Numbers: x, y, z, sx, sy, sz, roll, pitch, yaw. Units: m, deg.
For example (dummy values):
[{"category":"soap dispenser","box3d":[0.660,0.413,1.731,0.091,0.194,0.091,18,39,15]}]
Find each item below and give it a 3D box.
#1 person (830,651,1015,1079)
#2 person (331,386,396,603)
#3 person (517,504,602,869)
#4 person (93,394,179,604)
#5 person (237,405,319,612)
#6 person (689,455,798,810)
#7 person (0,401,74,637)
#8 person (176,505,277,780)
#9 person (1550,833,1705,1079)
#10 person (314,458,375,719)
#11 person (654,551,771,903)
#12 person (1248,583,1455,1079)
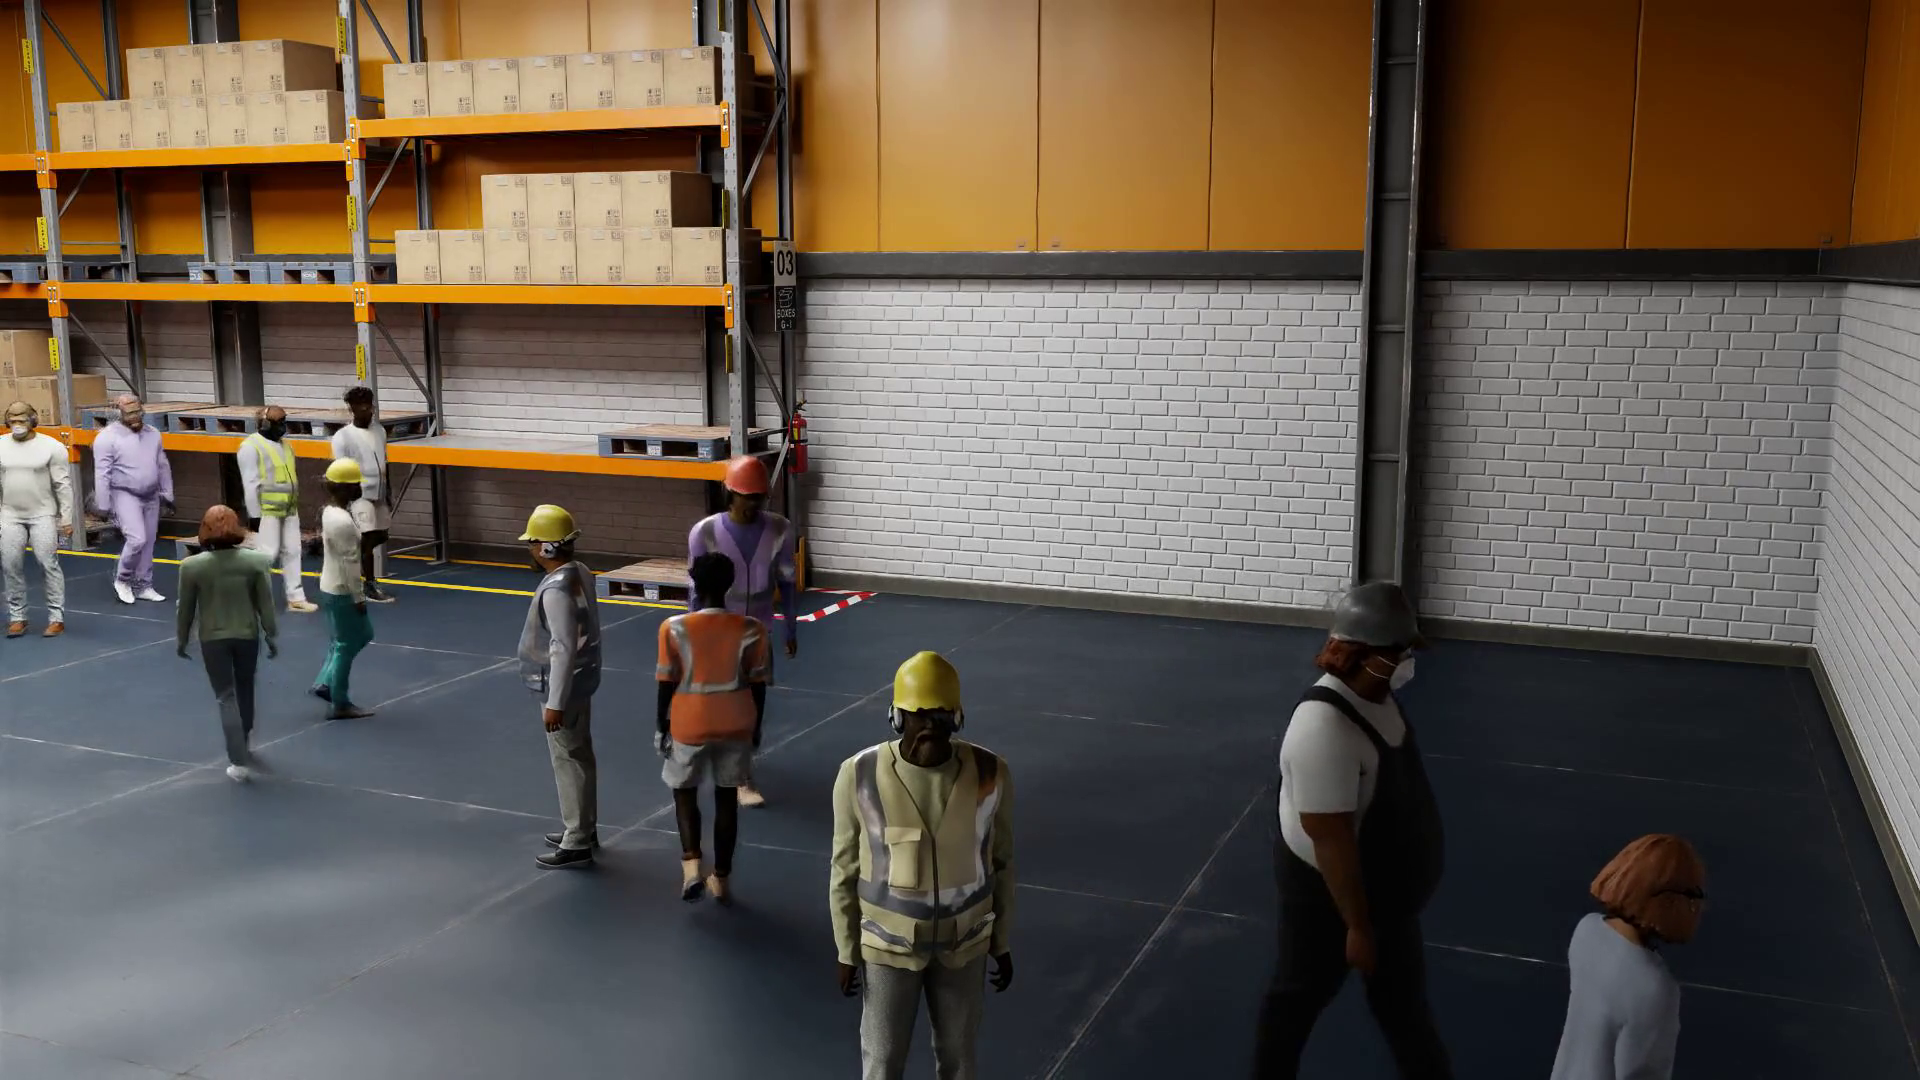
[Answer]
[{"category":"person","box3d":[-0.109,1.246,5.208,0.590,1.837,0.403,-2,10,-11]},{"category":"person","box3d":[-5.409,-0.418,14.953,0.698,1.950,0.603,4,10,23]},{"category":"person","box3d":[-2.005,0.729,8.353,0.404,1.830,0.601,-1,9,-3]},{"category":"person","box3d":[-7.310,-0.359,14.771,0.416,1.885,0.662,3,10,20]},{"category":"person","box3d":[-5.973,-0.261,14.395,0.694,1.817,0.646,3,10,15]},{"category":"person","box3d":[-1.259,0.472,9.468,0.619,1.998,0.844,-4,10,-24]},{"category":"person","box3d":[-7.550,-0.167,13.514,0.653,1.935,0.409,-1,9,-9]},{"category":"person","box3d":[-4.400,0.584,9.949,0.520,1.591,0.847,-7,12,-38]},{"category":"person","box3d":[1.640,1.521,4.227,0.397,1.612,0.514,-1,9,-8]},{"category":"person","box3d":[-4.058,0.332,11.021,0.370,1.755,0.528,-4,10,-24]},{"category":"person","box3d":[-1.157,0.895,7.821,0.561,1.670,0.452,-3,10,-17]},{"category":"person","box3d":[1.384,1.112,5.405,0.975,2.000,0.710,6,11,30]}]
